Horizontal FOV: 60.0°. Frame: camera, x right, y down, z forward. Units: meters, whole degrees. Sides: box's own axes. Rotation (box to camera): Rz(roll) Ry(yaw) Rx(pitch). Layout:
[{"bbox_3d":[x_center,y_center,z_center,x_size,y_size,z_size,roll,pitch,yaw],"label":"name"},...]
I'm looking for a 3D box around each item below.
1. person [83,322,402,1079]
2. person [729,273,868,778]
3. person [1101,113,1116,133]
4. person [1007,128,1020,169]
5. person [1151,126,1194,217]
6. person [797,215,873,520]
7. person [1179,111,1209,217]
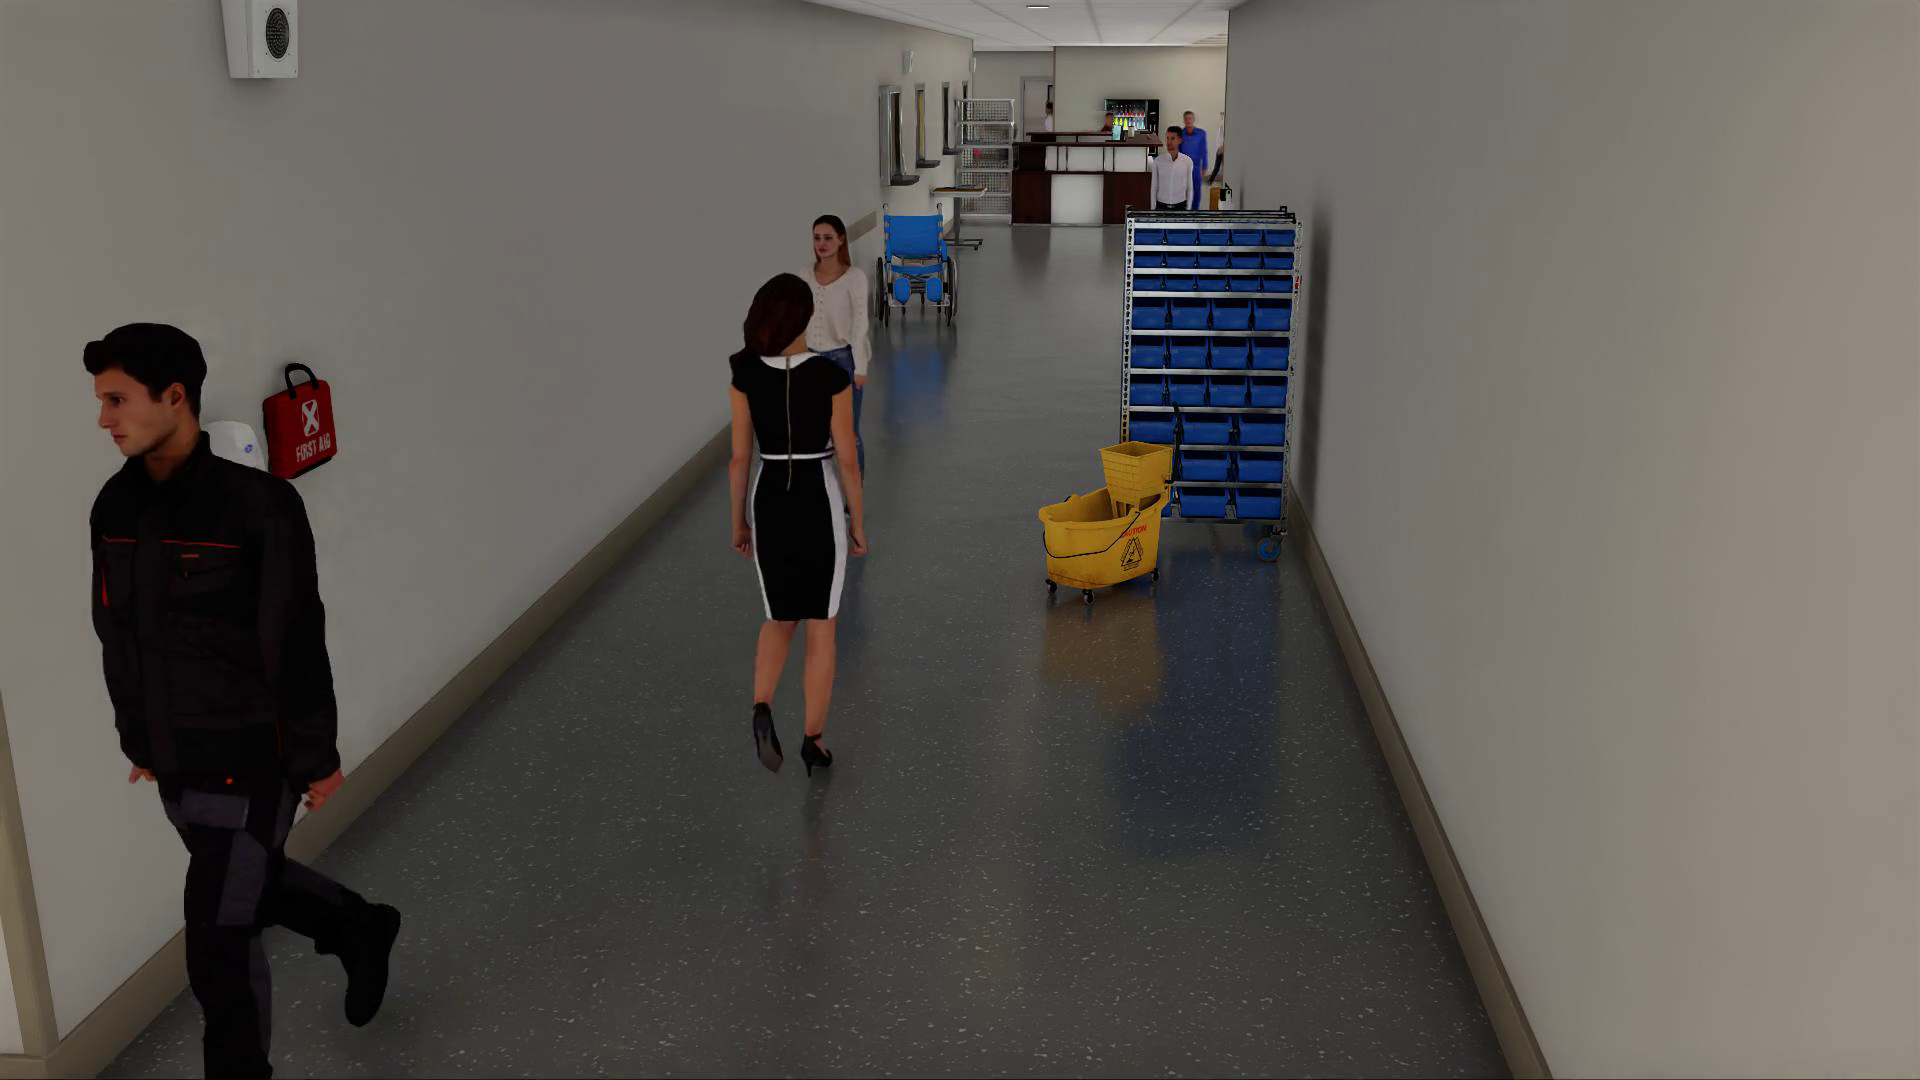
[{"bbox_3d":[-1.646,0.451,3.880,1.217,1.901,0.973,5,17,18],"label":"person"},{"bbox_3d":[-0.576,0.014,5.647,0.776,1.783,0.716,3,16,12],"label":"person"},{"bbox_3d":[3.009,-7.926,34.104,0.843,1.623,0.782,13,20,38],"label":"person"},{"bbox_3d":[1.158,-8.337,36.238,0.583,1.218,0.563,2,16,7],"label":"person"},{"bbox_3d":[2.372,-3.697,18.655,0.502,1.868,0.682,2,16,8],"label":"person"},{"bbox_3d":[-0.717,-0.956,9.259,0.587,1.691,0.726,6,17,21],"label":"person"},{"bbox_3d":[3.765,-6.093,27.259,0.627,1.811,0.836,3,16,11],"label":"person"}]
